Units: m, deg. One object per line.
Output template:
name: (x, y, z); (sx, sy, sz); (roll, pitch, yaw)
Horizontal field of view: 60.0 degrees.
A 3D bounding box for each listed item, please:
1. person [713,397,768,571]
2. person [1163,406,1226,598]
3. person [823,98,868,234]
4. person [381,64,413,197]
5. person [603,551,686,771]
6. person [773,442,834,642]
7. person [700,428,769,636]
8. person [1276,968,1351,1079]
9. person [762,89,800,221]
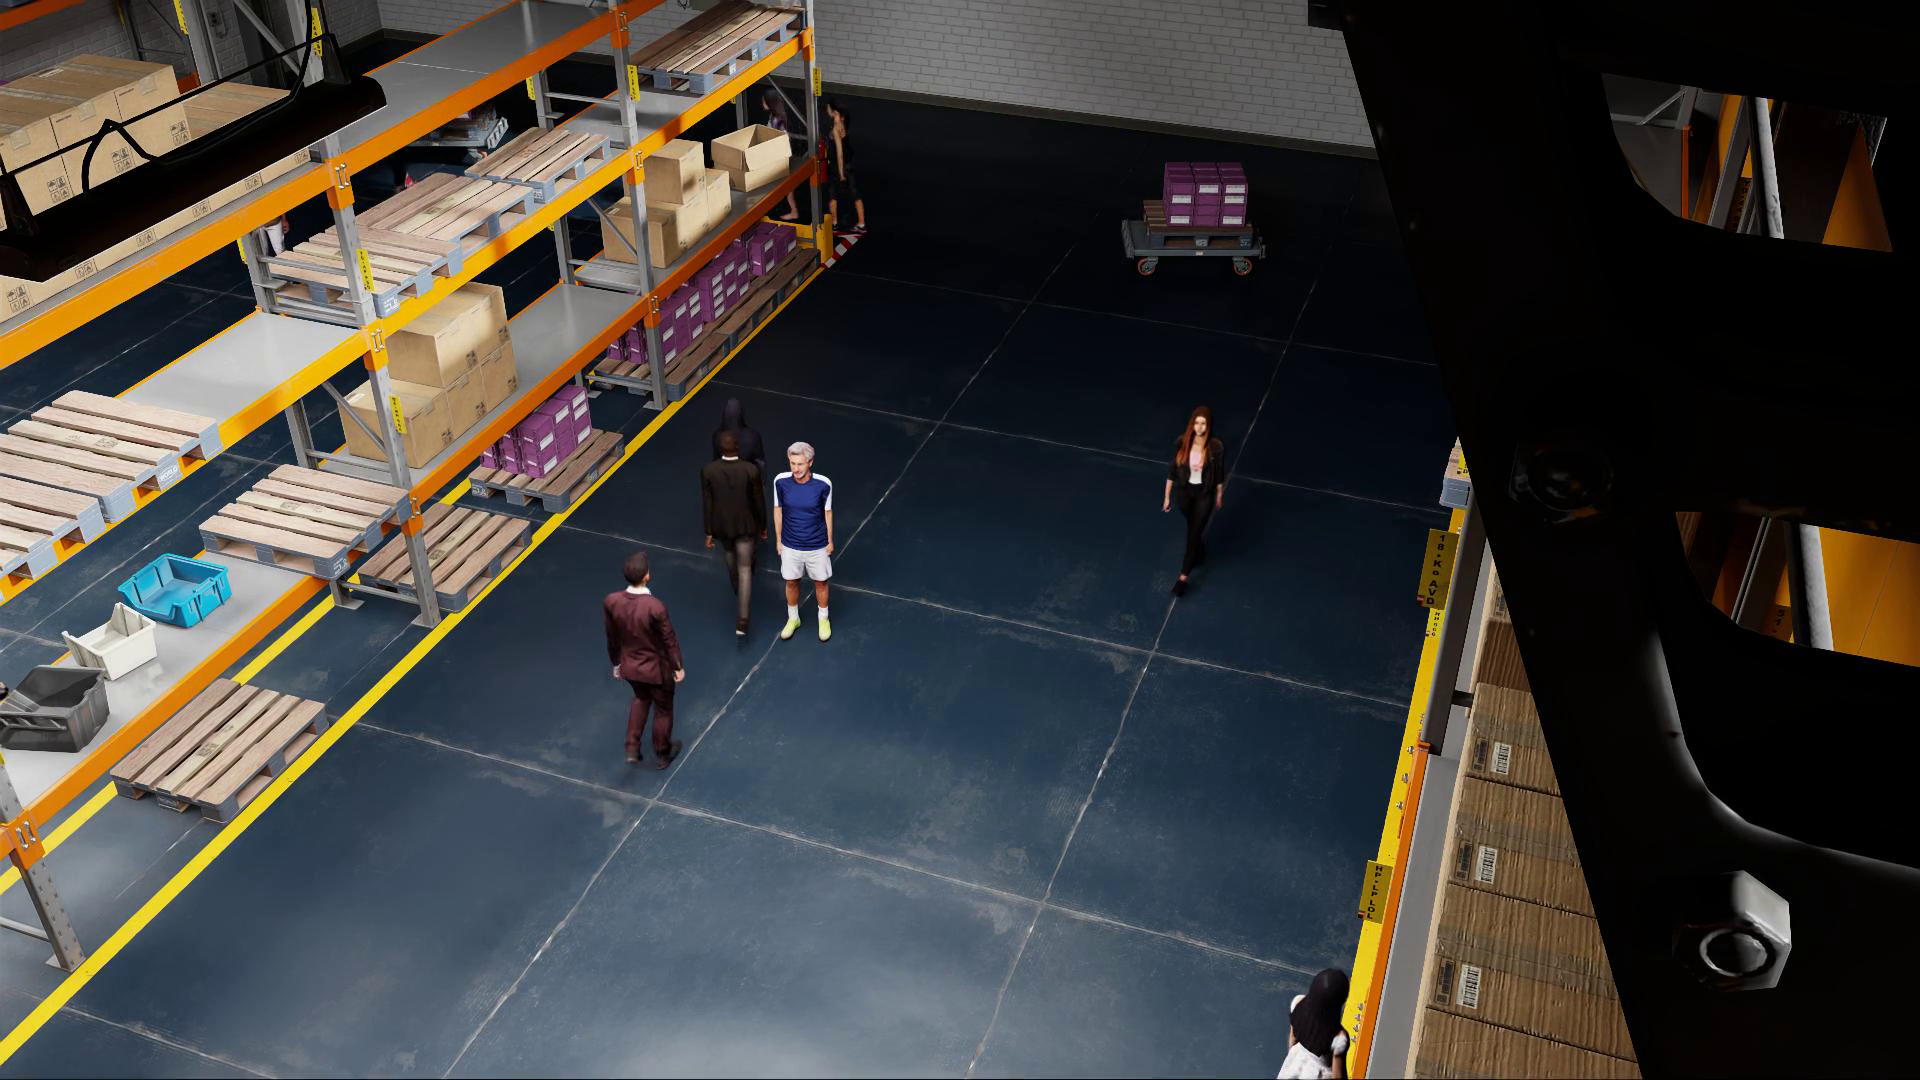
person: (-1.914, -0.462, 14.382); (0.722, 1.589, 1.072); (5, 34, 7)
person: (2.036, -0.421, 14.252); (0.665, 1.665, 1.158); (14, 36, 20)
person: (-1.356, -4.569, 20.457); (0.699, 1.705, 0.789); (16, 37, 22)
person: (-7.310, -5.312, 21.557); (0.674, 1.723, 0.759); (15, 36, 21)
person: (-2.299, 0.946, 12.026); (0.679, 1.852, 0.725); (12, 36, 18)
person: (-1.258, -0.007, 13.473); (0.696, 1.839, 0.657); (2, 34, 3)
person: (-1.831, -0.039, 13.593); (0.948, 1.758, 1.283); (0, 34, 0)
person: (1.904, 2.983, 9.037); (0.819, 1.769, 0.783); (-21, 39, -28)
person: (-2.195, -4.804, 20.830); (0.895, 1.683, 0.905); (-6, 34, -8)
